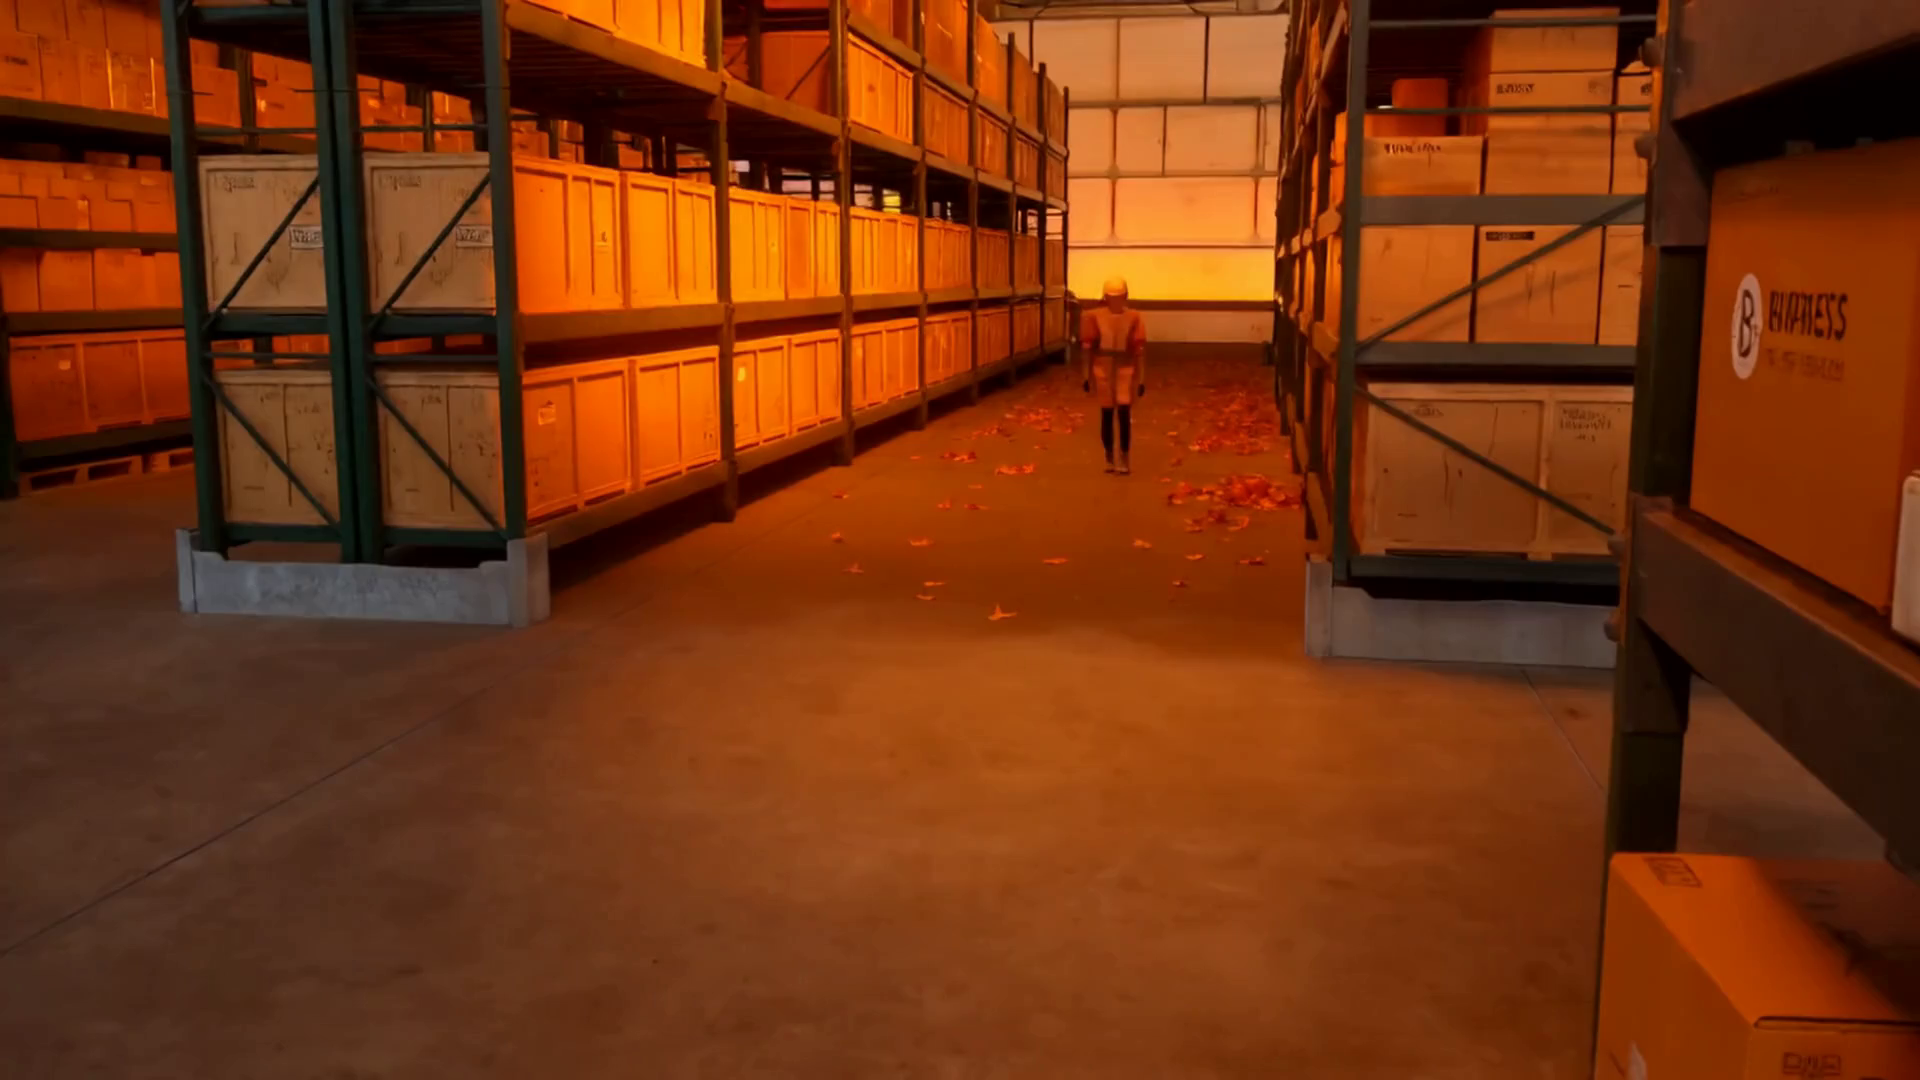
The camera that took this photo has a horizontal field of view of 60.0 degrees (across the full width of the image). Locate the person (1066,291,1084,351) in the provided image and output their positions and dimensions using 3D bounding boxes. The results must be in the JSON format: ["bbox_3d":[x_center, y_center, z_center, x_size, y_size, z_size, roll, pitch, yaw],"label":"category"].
[{"bbox_3d":[2.631,-4.848,37.722,0.795,1.609,0.528,6,11,32],"label":"person"}]

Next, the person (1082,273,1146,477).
[{"bbox_3d":[1.516,-1.623,16.468,0.618,2.005,0.825,2,9,11],"label":"person"}]
